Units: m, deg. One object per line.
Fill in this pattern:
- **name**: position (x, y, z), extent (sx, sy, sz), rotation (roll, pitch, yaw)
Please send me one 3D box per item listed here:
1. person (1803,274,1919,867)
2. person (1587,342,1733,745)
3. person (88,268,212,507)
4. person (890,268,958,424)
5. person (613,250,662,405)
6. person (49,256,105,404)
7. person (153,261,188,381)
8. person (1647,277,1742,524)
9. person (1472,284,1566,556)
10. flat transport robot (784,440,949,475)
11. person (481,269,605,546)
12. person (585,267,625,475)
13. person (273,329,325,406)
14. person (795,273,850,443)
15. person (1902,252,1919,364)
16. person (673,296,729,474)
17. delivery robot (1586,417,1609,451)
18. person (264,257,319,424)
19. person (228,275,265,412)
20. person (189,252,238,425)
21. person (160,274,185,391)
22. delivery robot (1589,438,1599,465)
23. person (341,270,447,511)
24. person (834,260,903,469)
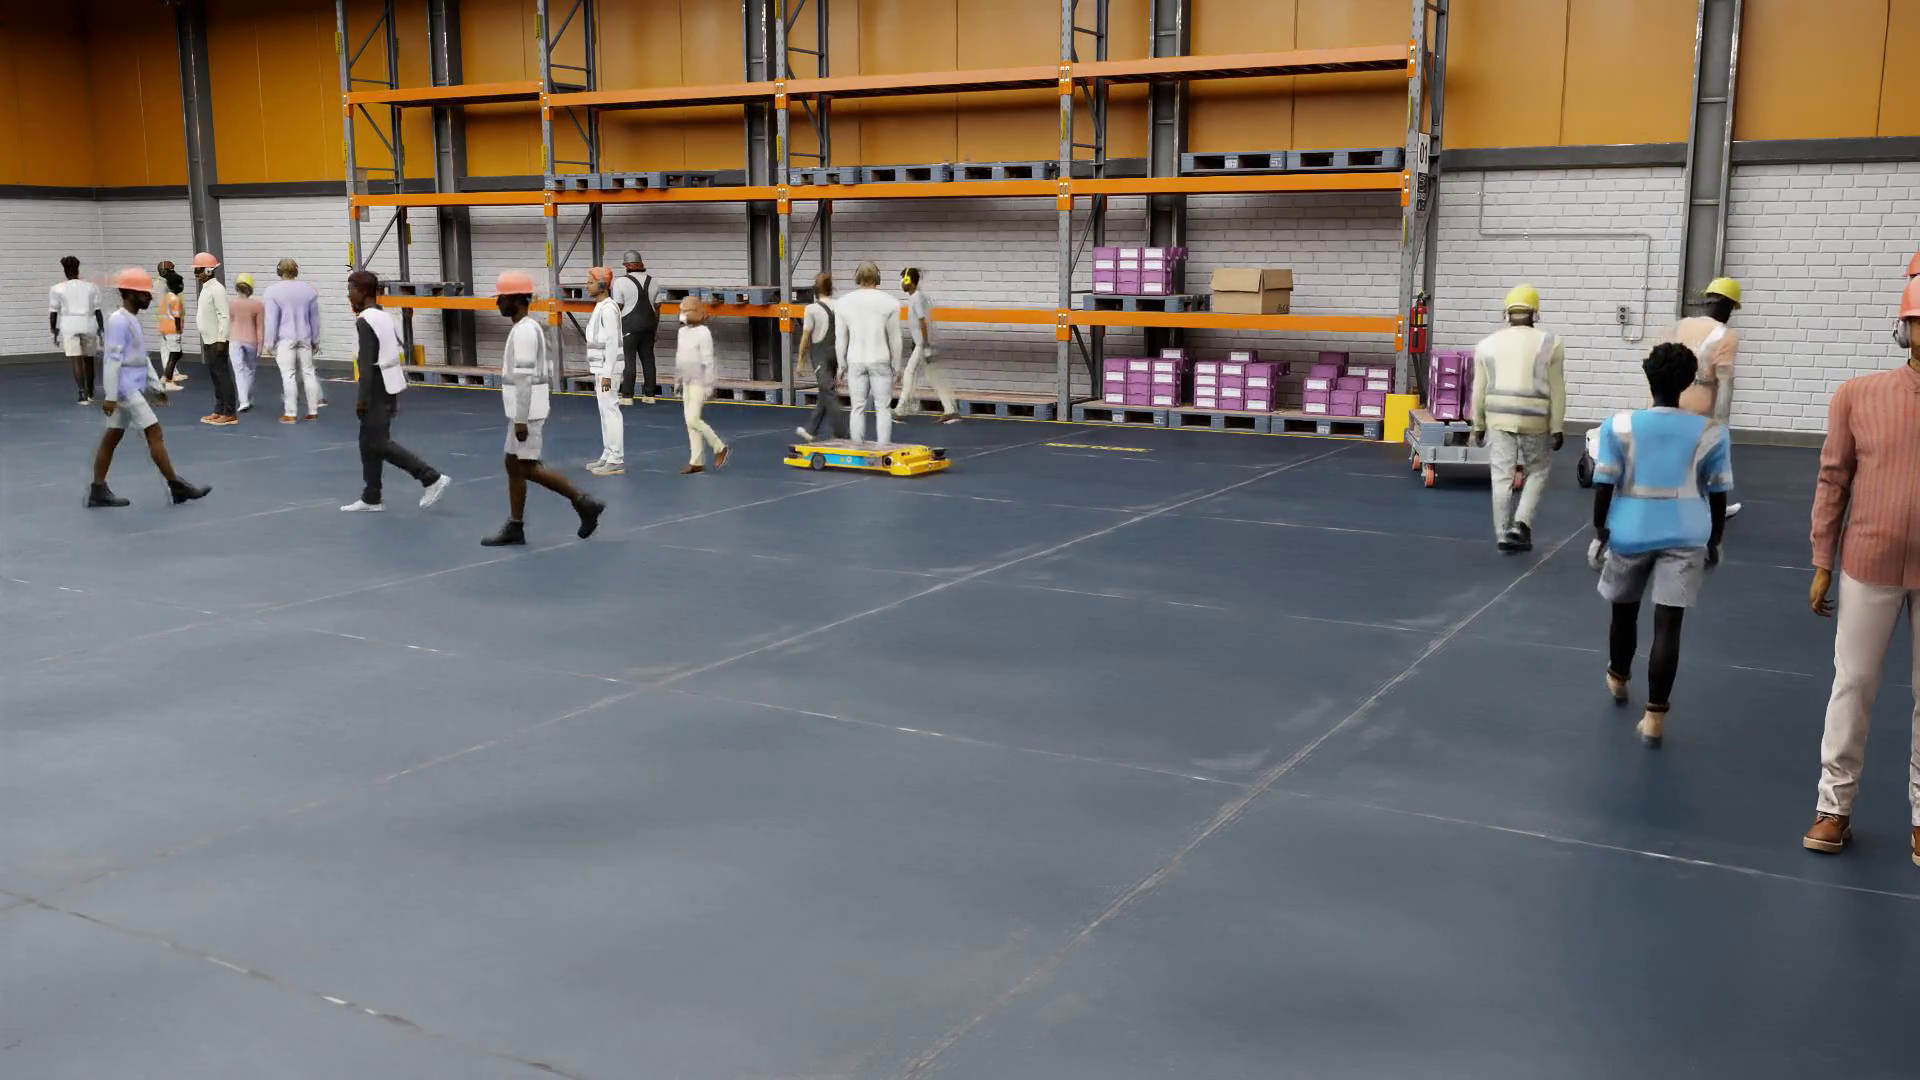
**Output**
- **person**: position (3.183, 0.096, 5.575), extent (0.618, 1.997, 0.373), rotation (6, 11, 29)
- **person**: position (2.987, -0.013, 7.127), extent (0.552, 1.652, 0.863), rotation (4, 11, 20)
- **person**: position (-6.516, -1.199, 13.231), extent (1.014, 1.879, 0.538), rotation (-4, 11, -22)
- **person**: position (-0.482, -2.244, 19.349), extent (0.978, 1.814, 0.552), rotation (2, 10, 9)
- **person**: position (-4.283, -2.799, 21.844), extent (0.679, 2.000, 0.535), rotation (-9, 14, -43)
- **person**: position (-11.692, -2.772, 21.999), extent (0.627, 1.922, 0.913), rotation (-8, 13, -38)
- **person**: position (-12.209, -3.383, 25.716), extent (0.429, 1.845, 0.621), rotation (-2, 10, -13)
- **person**: position (5.287, -0.950, 11.936), extent (1.017, 1.836, 0.663), rotation (-3, 10, -16)
- **person**: position (3.716, -0.788, 11.078), extent (0.627, 1.816, 0.425), rotation (7, 12, 33)
- **flat transport robot**: position (-0.872, -0.780, 15.422), extent (1.431, 0.197, 0.652), rotation (6, 12, 32)
- **person**: position (-2.903, -0.897, 11.441), extent (0.771, 1.919, 0.549), rotation (-3, 10, -15)
- **person**: position (-3.236, -1.536, 15.137), extent (0.355, 1.883, 0.575), rotation (-4, 11, -20)
- **person**: position (-8.580, -2.525, 21.597), extent (0.879, 1.584, 0.514), rotation (4, 11, 20)
- **person**: position (-1.428, -1.845, 17.141), extent (0.533, 1.792, 0.952), rotation (-9, 14, -42)
- **person**: position (8.119, -1.414, 14.050), extent (0.419, 2.032, 0.611), rotation (1, 10, 7)
- **person**: position (-2.394, -1.395, 15.089), extent (0.388, 1.625, 0.512), rotation (-7, 12, -36)
- **delivery robot**: position (5.749, -0.844, 14.714), extent (0.477, 0.478, 0.707), rotation (3, 10, 15)
- **person**: position (-7.796, -2.326, 19.457), extent (0.352, 1.937, 0.635), rotation (9, 13, 42)
- **person**: position (-9.030, -2.478, 20.987), extent (0.531, 1.700, 0.956), rotation (-5, 11, -28)
- **person**: position (-8.680, -2.331, 19.325), extent (0.397, 1.992, 0.621), rotation (-8, 13, -38)
- **person**: position (-11.309, -2.974, 23.888), extent (0.405, 1.669, 0.550), rotation (-8, 13, -40)
- **delivery robot**: position (5.584, -0.719, 14.005), extent (0.477, 0.478, 0.707), rotation (0, 10, -1)
- **person**: position (-4.432, -1.140, 12.888), extent (0.746, 1.892, 0.610), rotation (-1, 10, -8)
- **person**: position (-0.842, -1.620, 15.462), extent (0.633, 1.938, 0.361), rotation (1, 10, 5)
